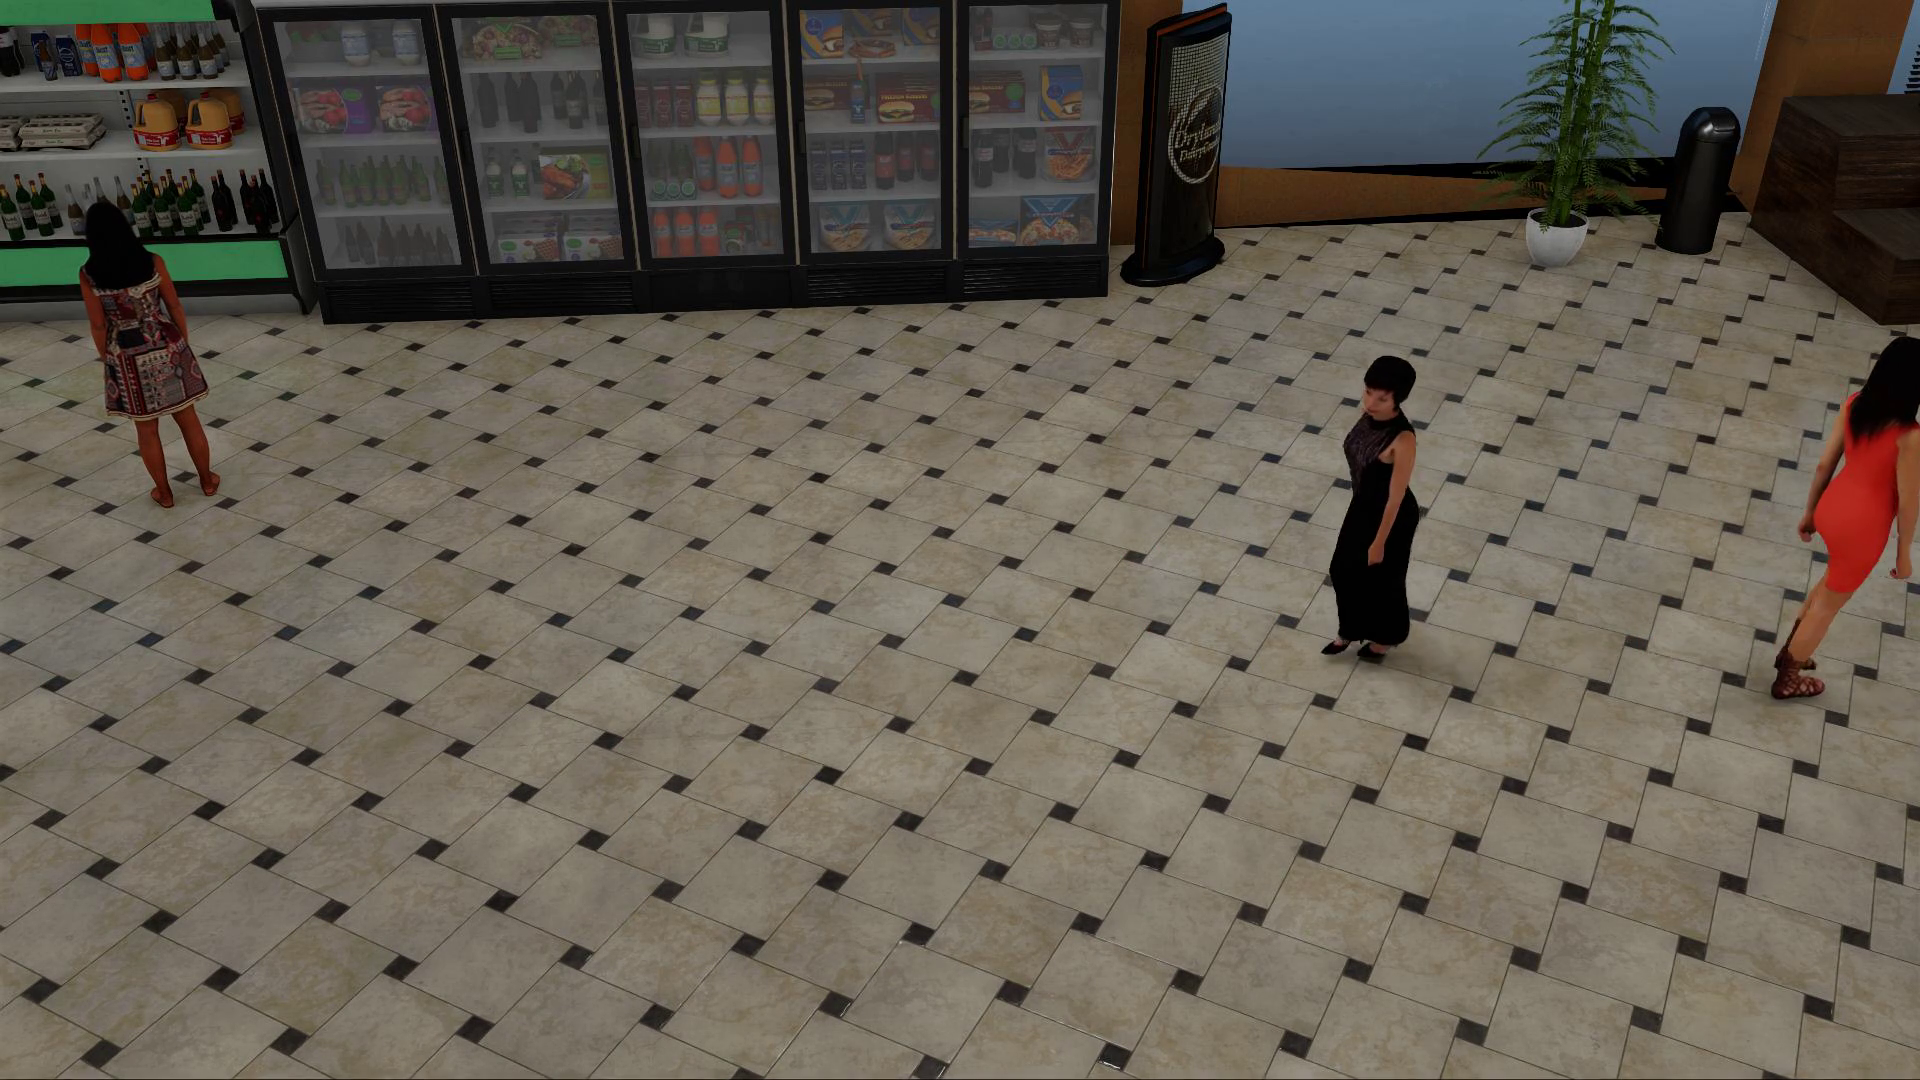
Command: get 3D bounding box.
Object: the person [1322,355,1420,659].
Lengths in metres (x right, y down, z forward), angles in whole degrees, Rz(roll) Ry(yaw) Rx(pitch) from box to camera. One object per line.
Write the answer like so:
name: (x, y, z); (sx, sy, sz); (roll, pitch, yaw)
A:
person: (1.859, -0.116, 7.190); (0.766, 1.562, 0.691); (-6, 32, -9)

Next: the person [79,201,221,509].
person: (-4.125, -0.934, 8.427); (0.646, 1.644, 0.785); (-19, 37, -28)

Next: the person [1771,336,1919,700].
person: (3.635, -0.030, 6.916); (0.616, 1.706, 0.619); (-7, 33, -11)
